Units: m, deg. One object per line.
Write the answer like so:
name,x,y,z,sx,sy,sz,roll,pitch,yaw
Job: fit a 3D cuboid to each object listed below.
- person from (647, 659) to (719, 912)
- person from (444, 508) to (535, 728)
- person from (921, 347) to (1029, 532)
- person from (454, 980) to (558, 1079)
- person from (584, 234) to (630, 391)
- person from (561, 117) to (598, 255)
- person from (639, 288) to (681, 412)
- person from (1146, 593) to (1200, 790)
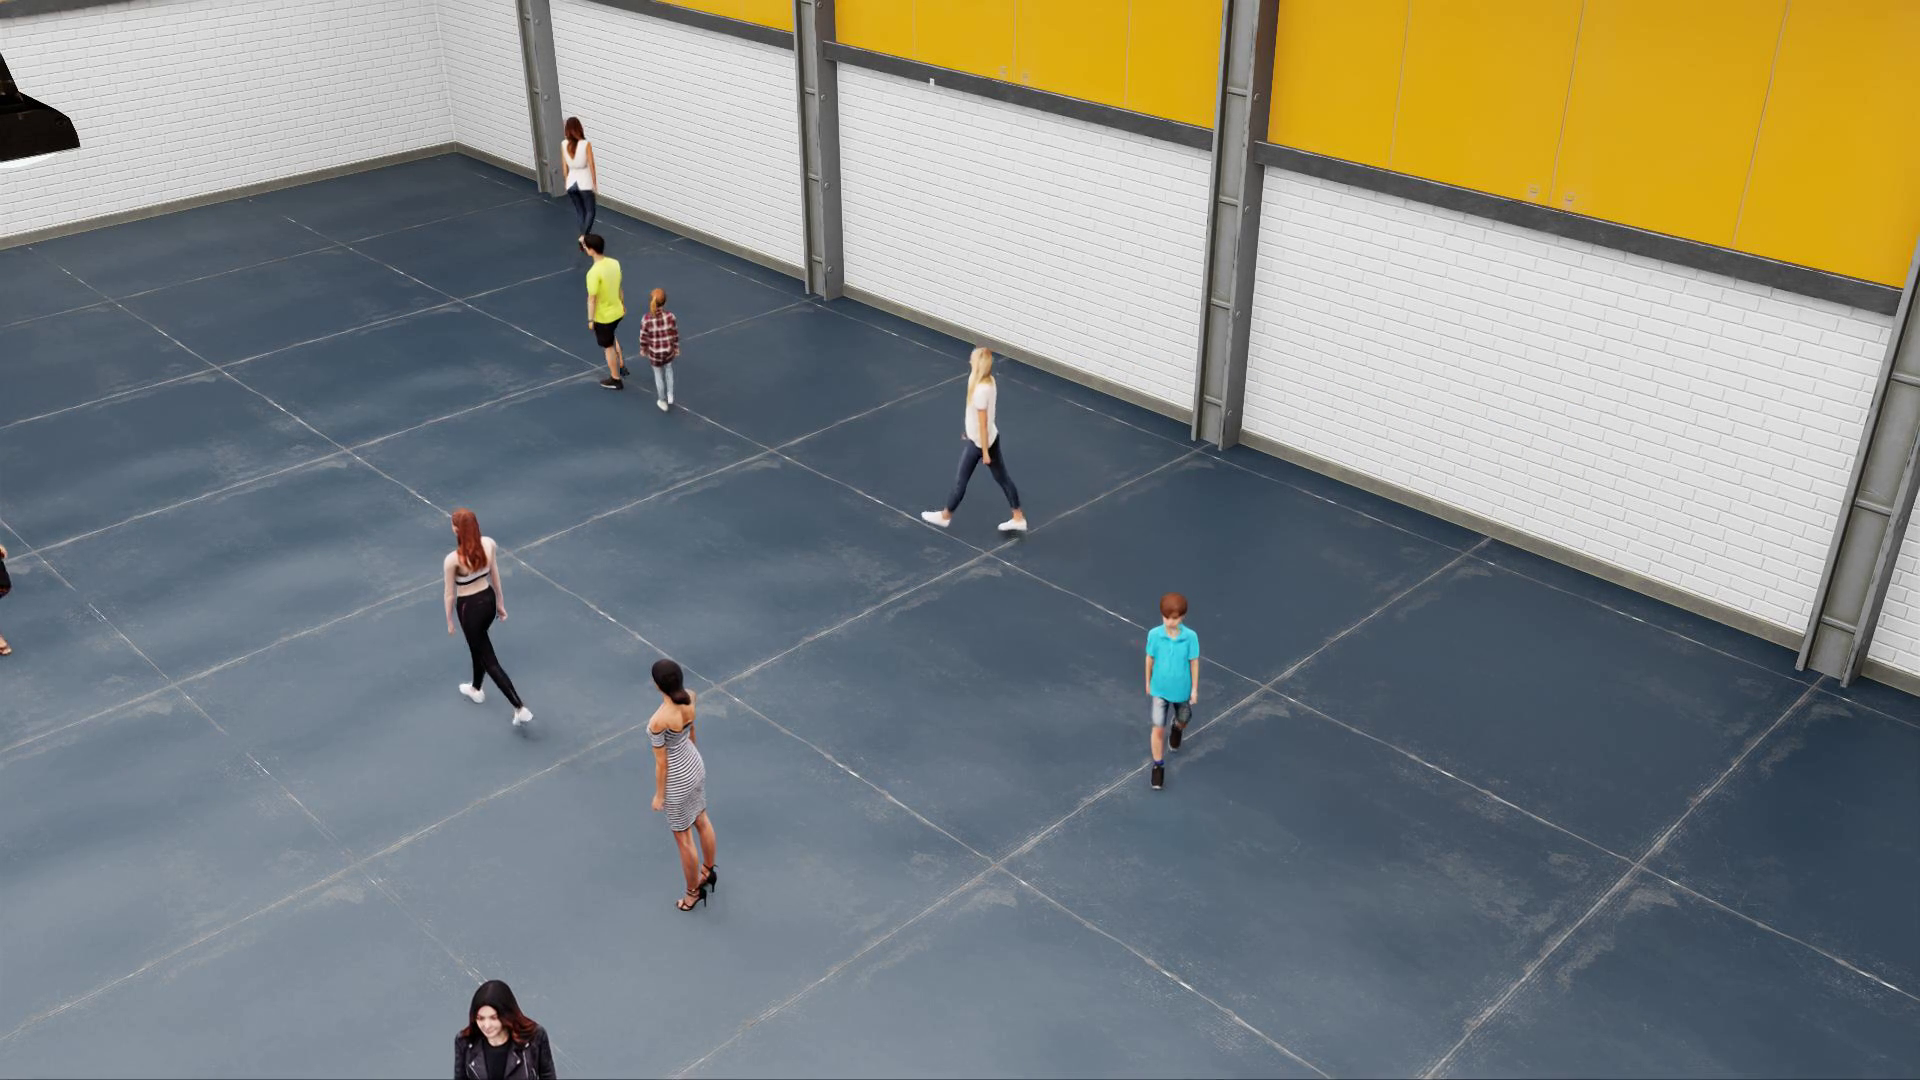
person,-1.703,1.507,10.274,0.641,1.822,0.658,12,31,20
person,-3.442,0.592,12.071,1.172,1.707,0.649,22,35,34
person,0.296,-0.829,14.622,1.253,1.759,0.970,9,30,15
person,-2.196,2.797,8.105,0.720,1.634,0.749,-4,29,-8
person,-3.656,-2.401,17.570,0.738,1.696,0.738,13,31,23
person,-4.901,-4.524,21.386,0.932,1.768,0.949,4,29,7
person,-3.068,-1.942,17.147,0.626,1.295,0.645,-11,31,-20
person,1.489,0.982,11.642,0.902,1.432,0.906,4,29,7
